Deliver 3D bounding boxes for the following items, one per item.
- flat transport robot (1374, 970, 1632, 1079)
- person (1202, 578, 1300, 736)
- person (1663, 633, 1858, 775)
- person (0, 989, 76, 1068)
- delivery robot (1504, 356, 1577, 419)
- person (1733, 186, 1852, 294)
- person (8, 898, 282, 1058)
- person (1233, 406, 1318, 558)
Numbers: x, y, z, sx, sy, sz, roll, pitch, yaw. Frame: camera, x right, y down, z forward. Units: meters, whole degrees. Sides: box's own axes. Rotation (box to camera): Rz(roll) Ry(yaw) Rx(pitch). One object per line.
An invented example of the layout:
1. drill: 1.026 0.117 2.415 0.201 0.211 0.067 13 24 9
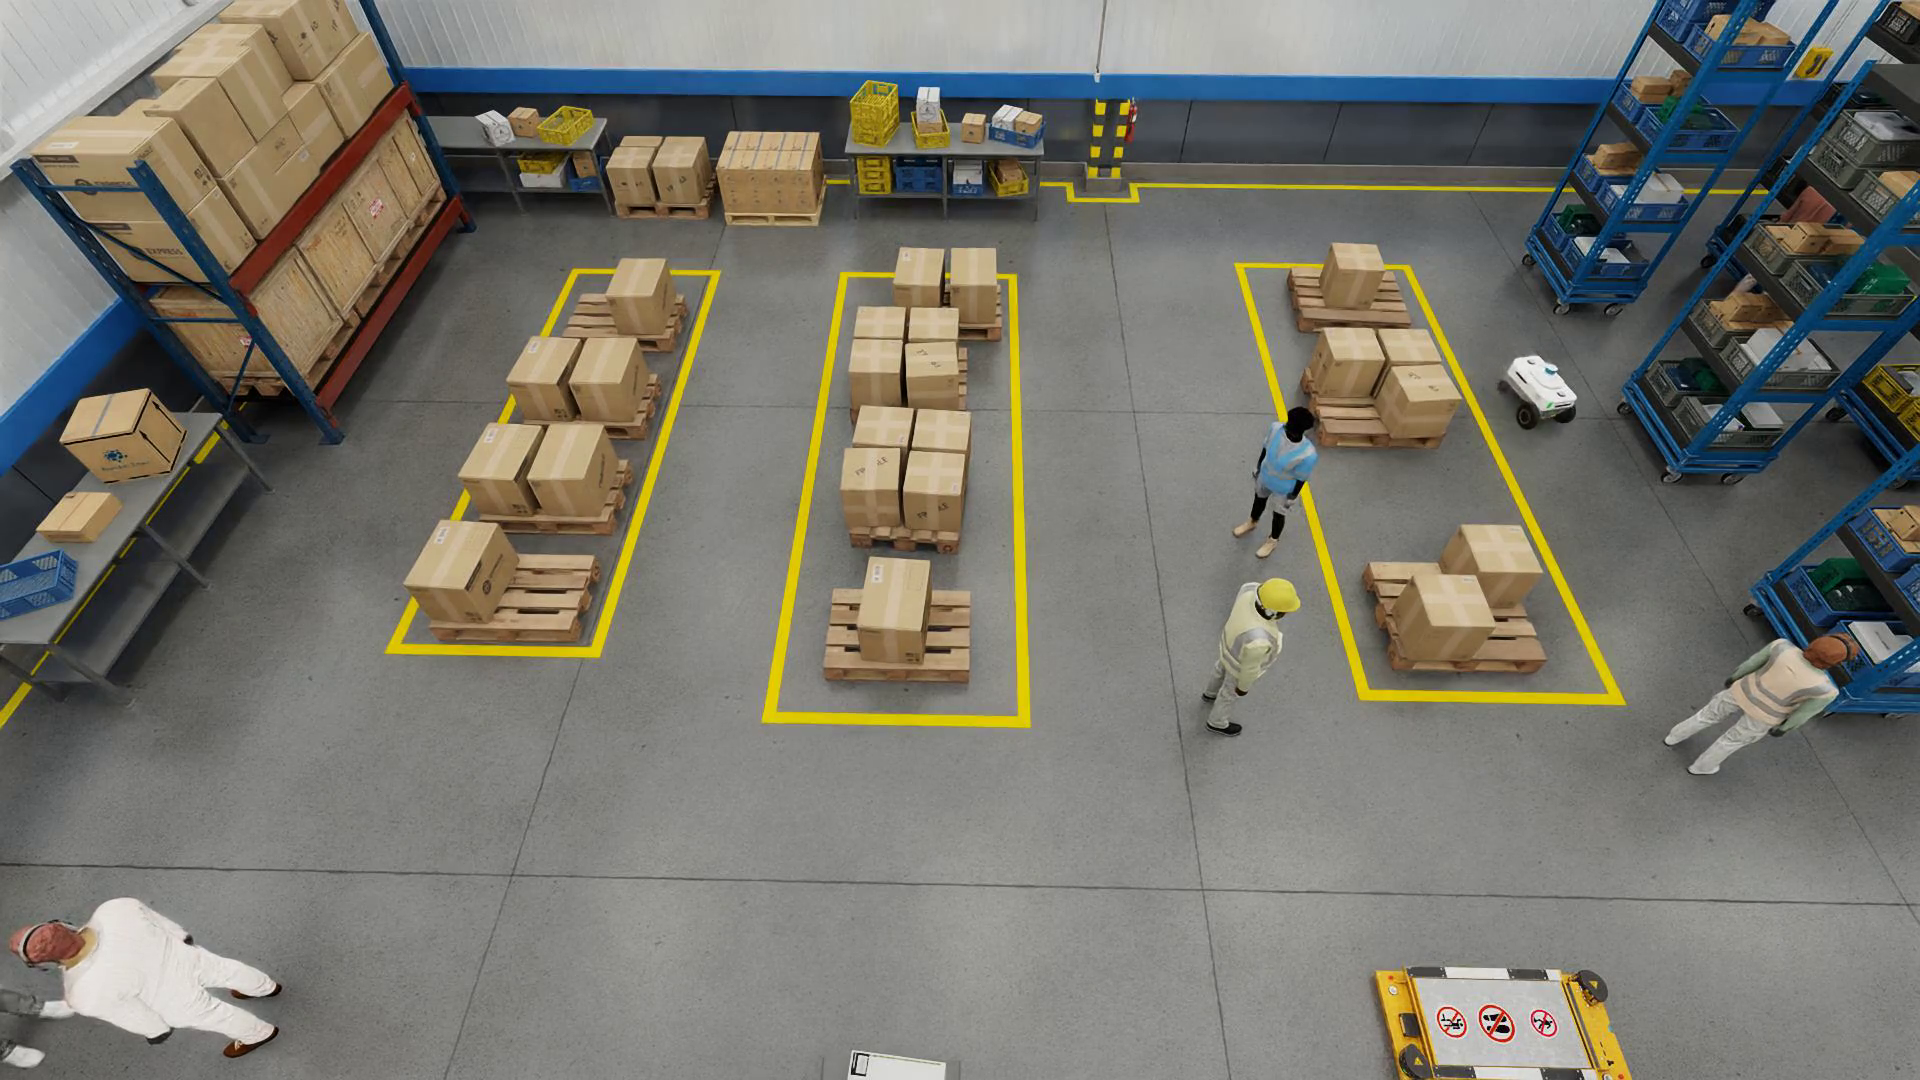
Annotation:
1. flat transport robot: 3.501 3.133 5.914 1.431 0.197 0.652 1 51 1
2. person: 2.113 0.856 6.778 0.403 1.824 0.585 4 51 3
3. person: 5.765 1.185 6.630 0.314 1.632 0.521 -13 52 -10
4. person: -6.069 2.663 5.253 0.400 1.908 0.599 3 51 3
5. delivery robot: 6.050 -1.612 9.542 0.477 0.478 0.707 -9 52 -7
6. person: 9.083 -3.159 9.951 0.406 1.981 0.624 -18 53 -14
7. person: -4.654 2.575 5.326 0.406 1.902 0.637 -13 52 -11
8. person: 2.771 -0.520 7.984 0.322 1.691 0.532 -24 55 -18
